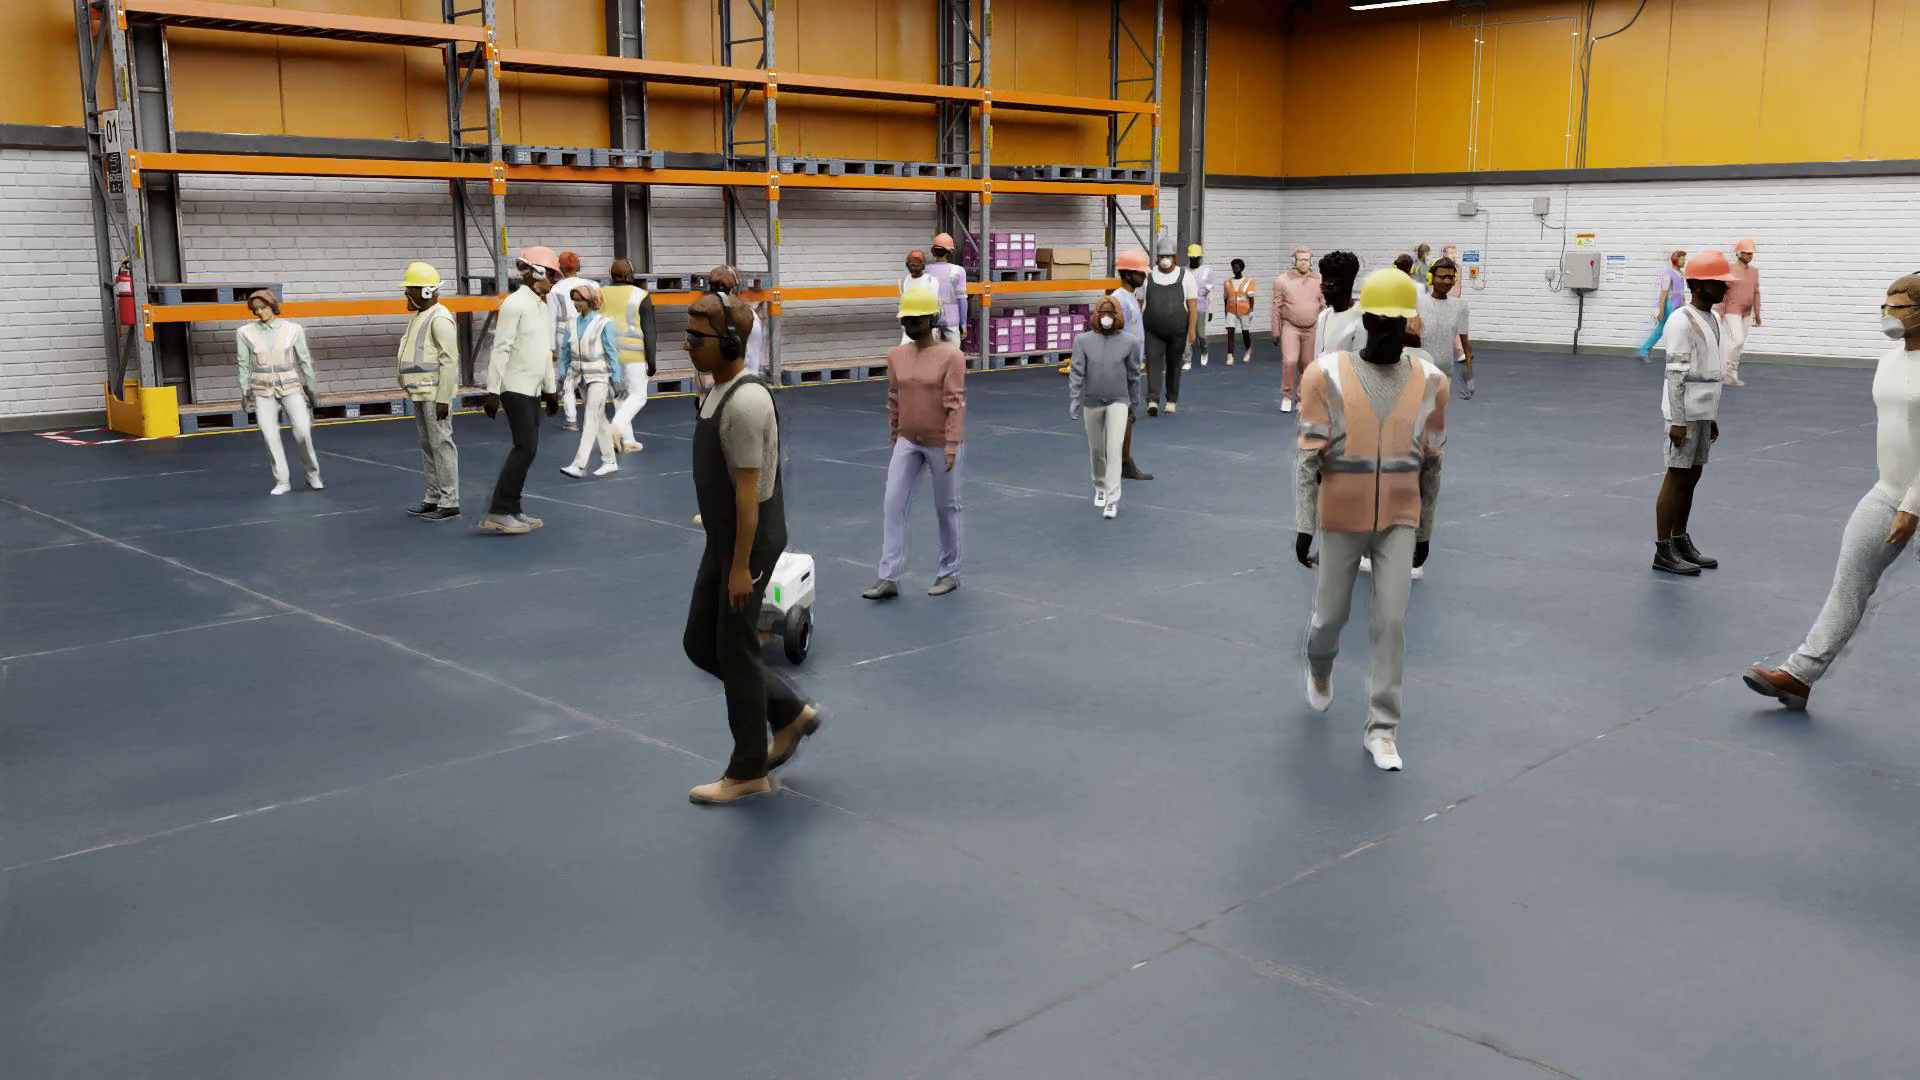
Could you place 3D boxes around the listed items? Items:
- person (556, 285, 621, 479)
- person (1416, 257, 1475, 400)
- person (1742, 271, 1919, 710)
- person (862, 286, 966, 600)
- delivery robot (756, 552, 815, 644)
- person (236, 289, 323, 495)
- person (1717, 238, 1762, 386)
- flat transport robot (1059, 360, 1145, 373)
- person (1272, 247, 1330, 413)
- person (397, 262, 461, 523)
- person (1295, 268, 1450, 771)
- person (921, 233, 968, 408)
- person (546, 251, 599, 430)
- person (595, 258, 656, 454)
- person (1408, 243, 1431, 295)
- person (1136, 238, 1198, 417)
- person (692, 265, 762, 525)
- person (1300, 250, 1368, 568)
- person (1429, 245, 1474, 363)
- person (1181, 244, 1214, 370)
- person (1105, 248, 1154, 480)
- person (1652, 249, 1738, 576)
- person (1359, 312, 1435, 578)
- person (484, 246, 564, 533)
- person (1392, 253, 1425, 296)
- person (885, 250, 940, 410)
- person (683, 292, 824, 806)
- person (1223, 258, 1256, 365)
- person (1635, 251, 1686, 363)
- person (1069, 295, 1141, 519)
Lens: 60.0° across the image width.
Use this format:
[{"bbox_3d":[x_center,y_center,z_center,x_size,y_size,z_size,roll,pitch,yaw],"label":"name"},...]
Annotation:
[{"bbox_3d":[-3.144,-1.301,13.815,0.549,1.598,0.810,7,13,34],"label":"person"},{"bbox_3d":[3.739,-1.266,12.989,0.577,1.836,0.704,-1,10,-3],"label":"person"},{"bbox_3d":[3.915,-0.167,6.924,1.067,1.872,0.634,-1,10,-5],"label":"person"},{"bbox_3d":[-0.238,-0.511,9.167,0.527,1.740,0.770,5,12,27],"label":"person"},{"bbox_3d":[-0.944,0.226,8.111,0.477,0.478,0.707,2,10,8],"label":"delivery robot"},{"bbox_3d":[-5.322,-1.145,12.968,0.542,1.614,0.417,-3,11,-16],"label":"person"},{"bbox_3d":[10.474,-3.041,22.313,0.616,1.978,0.446,-5,11,-25],"label":"person"},{"bbox_3d":[2.097,-2.587,24.477,0.652,0.197,1.431,7,13,34],"label":"flat transport robot"},{"bbox_3d":[3.901,-2.377,18.942,0.647,1.889,0.584,-1,10,-3],"label":"person"},{"bbox_3d":[-3.768,-1.044,11.804,0.404,1.830,0.601,-7,13,-34],"label":"person"},{"bbox_3d":[1.599,-0.114,6.548,0.594,1.907,0.788,0,10,2],"label":"person"},{"bbox_3d":[-0.198,-2.543,19.405,0.605,2.045,0.376,3,11,14],"label":"person"},{"bbox_3d":[-3.962,-2.044,17.173,0.593,1.863,0.602,-5,12,-27],"label":"person"},{"bbox_3d":[-3.108,-1.671,15.256,0.631,1.816,0.716,4,11,19],"label":"person"},{"bbox_3d":[7.528,-3.969,27.588,0.935,1.905,0.618,9,14,40],"label":"person"},{"bbox_3d":[2.317,-2.414,18.705,0.697,2.000,1.002,2,11,9],"label":"person"},{"bbox_3d":[-1.591,-1.021,11.729,0.655,1.821,0.647,-9,14,-41],"label":"person"},{"bbox_3d":[2.378,-0.797,10.184,0.564,1.938,0.608,-3,11,-18],"label":"person"},{"bbox_3d":[7.755,-3.737,26.425,0.668,1.854,0.976,-4,11,-20],"label":"person"},{"bbox_3d":[3.590,-3.549,25.307,0.592,1.900,0.811,4,11,21],"label":"person"},{"bbox_3d":[1.390,-1.458,13.830,0.403,1.934,0.558,2,11,12],"label":"person"},{"bbox_3d":[4.418,-0.764,9.989,0.361,1.938,0.545,10,14,43],"label":"person"},{"bbox_3d":[2.620,-0.585,9.911,0.536,1.598,0.532,-6,12,-29],"label":"person"},{"bbox_3d":[-2.959,-1.022,11.366,0.536,1.947,0.647,1,10,4],"label":"person"},{"bbox_3d":[4.849,-2.208,18.158,0.539,1.838,0.924,-1,10,-5],"label":"person"},{"bbox_3d":[-0.522,-2.384,19.059,0.575,1.851,0.815,6,12,29],"label":"person"},{"bbox_3d":[-0.767,0.039,5.924,0.463,1.833,0.520,-5,11,-24],"label":"person"},{"bbox_3d":[4.396,-3.590,26.124,0.528,1.669,0.780,4,11,23],"label":"person"},{"bbox_3d":[11.115,-3.633,26.059,1.003,1.799,0.565,8,13,35],"label":"person"},{"bbox_3d":[1.062,-0.987,12.161,0.502,1.597,0.840,2,11,11],"label":"person"}]
